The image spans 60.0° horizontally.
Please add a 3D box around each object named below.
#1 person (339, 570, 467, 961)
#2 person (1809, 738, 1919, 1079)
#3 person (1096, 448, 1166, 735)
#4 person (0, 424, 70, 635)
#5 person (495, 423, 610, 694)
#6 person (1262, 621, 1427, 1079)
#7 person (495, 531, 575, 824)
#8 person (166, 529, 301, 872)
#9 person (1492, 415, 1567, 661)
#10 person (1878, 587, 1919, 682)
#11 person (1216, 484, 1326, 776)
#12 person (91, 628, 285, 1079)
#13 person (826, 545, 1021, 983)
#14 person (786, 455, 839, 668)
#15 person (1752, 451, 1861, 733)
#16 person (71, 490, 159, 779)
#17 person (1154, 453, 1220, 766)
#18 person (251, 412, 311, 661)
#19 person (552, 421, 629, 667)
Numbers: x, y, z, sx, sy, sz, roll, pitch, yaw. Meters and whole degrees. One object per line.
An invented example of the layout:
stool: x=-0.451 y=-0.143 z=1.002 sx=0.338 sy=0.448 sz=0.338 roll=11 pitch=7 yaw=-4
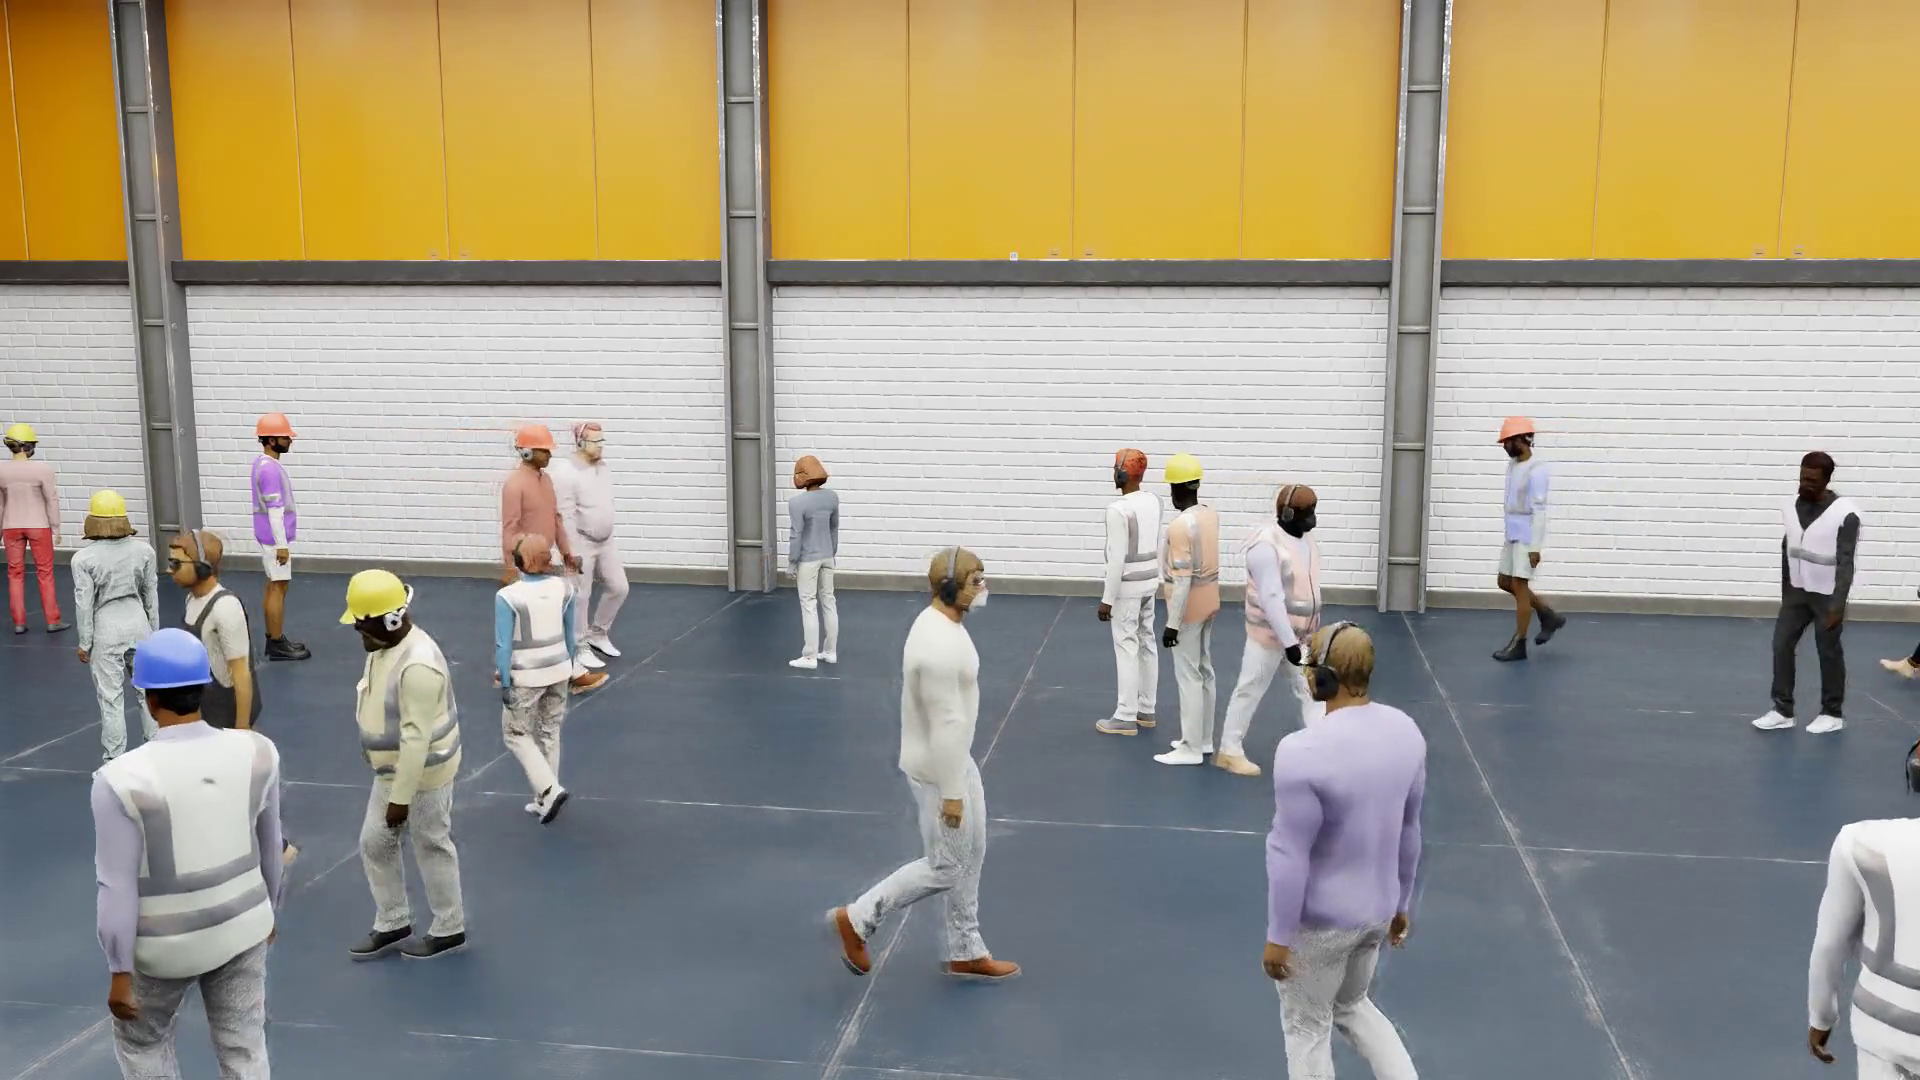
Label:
person: x=-2.414 y=0.996 z=7.154 sx=0.611 sy=1.784 sz=0.631 roll=-7 pitch=12 yaw=-38
person: x=2.693 y=1.379 z=4.638 sx=0.597 sy=1.824 sz=1.000 roll=5 pitch=11 yaw=30
person: x=1.114 y=0.337 z=10.904 sx=0.354 sy=1.883 sz=0.573 roll=8 pitch=12 yaw=39
person: x=-7.787 y=-0.087 z=13.893 sx=0.525 sy=1.765 sz=0.329 roll=-1 pitch=9 yaw=-8
person: x=-2.951 y=0.133 z=11.925 sx=0.986 sy=1.944 sz=0.636 roll=1 pitch=9 yaw=7
person: x=1.280 y=1.219 z=5.368 sx=0.634 sy=1.925 sz=0.579 roll=-7 pitch=12 yaw=-38
person: x=-2.277 y=0.763 z=9.073 sx=0.476 sy=1.624 sz=0.519 roll=8 pitch=12 yaw=42
person: x=-3.519 y=0.849 z=7.919 sx=0.410 sy=1.833 sz=0.513 roll=-7 pitch=11 yaw=-36
person: x=4.465 y=-0.024 z=13.040 sx=0.610 sy=1.905 sz=0.595 roll=-1 pitch=9 yaw=-5
person: x=7.105 y=0.283 z=11.933 sx=0.551 sy=1.644 sz=0.861 roll=-7 pitch=12 yaw=-37
person: x=1.928 y=0.562 z=9.806 sx=0.617 sy=1.793 sz=0.962 roll=-9 pitch=13 yaw=-43
person: x=-2.475 y=1.222 z=5.304 sx=0.664 sy=1.922 sz=0.639 roll=7 pitch=12 yaw=37
person: x=-0.140 y=0.960 z=6.966 sx=0.723 sy=1.918 sz=0.629 roll=1 pitch=9 yaw=3
person: x=-1.124 y=0.166 z=12.730 sx=0.289 sy=1.633 sz=0.497 roll=8 pitch=12 yaw=40
person: x=5.547 y=0.354 z=10.807 sx=0.735 sy=1.881 sz=0.603 roll=-4 pitch=10 yaw=-24
person: x=-5.019 y=0.568 z=9.910 sx=0.297 sy=1.744 sz=0.487 roll=7 pitch=12 yaw=37
person: x=1.391 y=0.428 z=10.215 sx=0.384 sy=1.923 sz=0.590 roll=5 pitch=10 yaw=28
person: x=-5.310 y=-0.028 z=12.986 sx=0.361 sy=1.935 sz=0.553 roll=-5 pitch=10 yaw=-28
person: x=-2.821 y=0.045 z=12.705 sx=0.427 sy=1.898 sz=0.658 roll=5 pitch=11 yaw=29
